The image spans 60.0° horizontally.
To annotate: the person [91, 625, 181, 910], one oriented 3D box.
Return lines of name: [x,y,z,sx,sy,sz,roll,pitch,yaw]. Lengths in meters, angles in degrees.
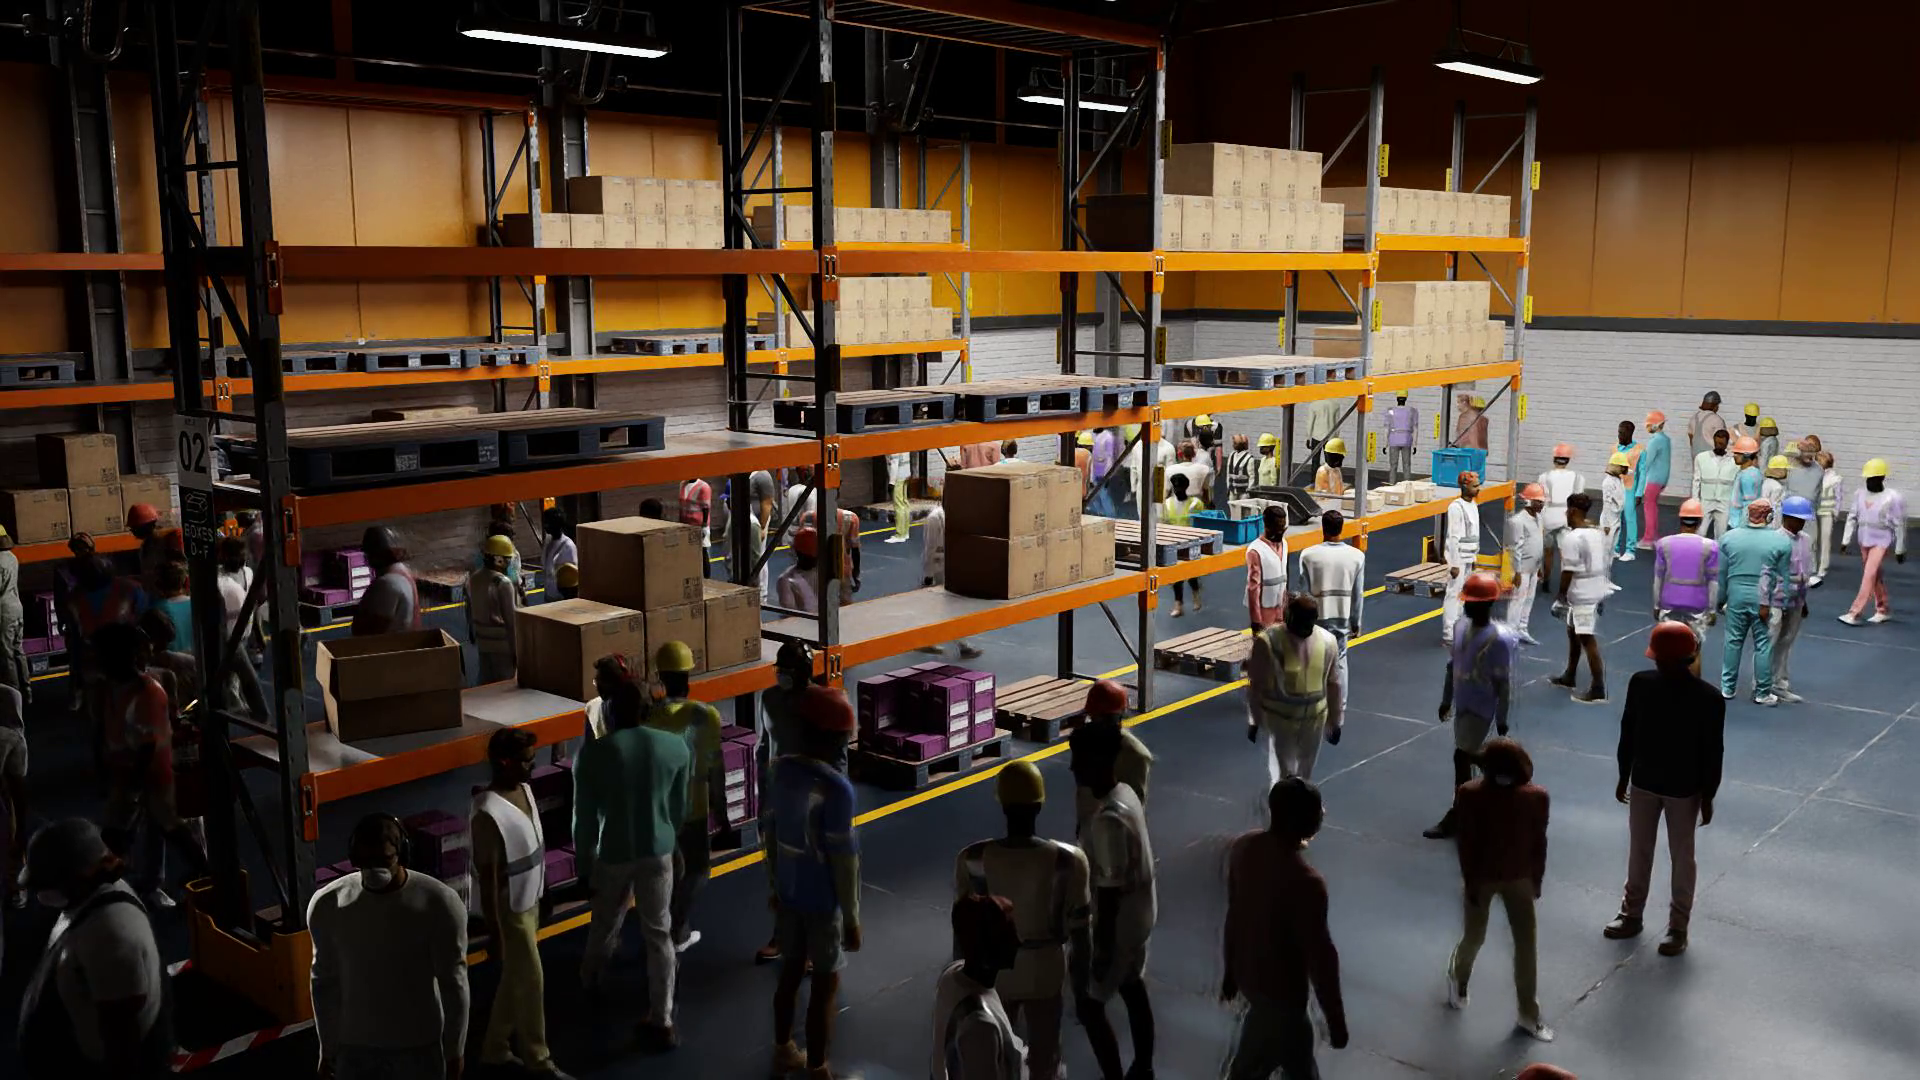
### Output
person: [-5.136,1.417,10.431,0.456,1.846,0.543,9,13,42]

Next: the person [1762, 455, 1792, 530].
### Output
person: [9.842,-0.159,20.123,0.295,1.744,0.484,2,10,9]

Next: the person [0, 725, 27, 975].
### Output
person: [-5.462,1.649,9.224,0.512,1.794,0.933,-5,11,-27]

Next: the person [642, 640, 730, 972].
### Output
person: [-1.656,1.532,9.545,0.591,1.906,0.671,4,10,21]

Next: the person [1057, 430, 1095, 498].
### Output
person: [1.658,-0.867,23.451,0.616,2.041,0.378,-6,11,-34]

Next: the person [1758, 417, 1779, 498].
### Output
person: [12.115,-0.977,25.024,0.321,1.738,0.484,9,13,41]

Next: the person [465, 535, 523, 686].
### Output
person: [-3.814,0.863,13.786,0.588,1.822,0.403,8,12,39]

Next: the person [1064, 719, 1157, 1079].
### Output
person: [0.711,1.799,7.865,0.469,1.944,0.625,2,10,10]

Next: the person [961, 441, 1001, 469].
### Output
person: [0.310,-0.788,23.143,0.610,1.989,0.391,5,11,27]

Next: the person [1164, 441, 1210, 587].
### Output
person: [2.829,-0.313,20.773,0.561,1.836,0.395,0,10,1]

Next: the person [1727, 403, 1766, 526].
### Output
person: [12.105,-1.158,25.575,0.593,1.918,0.399,1,10,7]

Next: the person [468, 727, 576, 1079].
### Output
person: [-2.154,1.801,8.151,0.516,1.832,0.594,0,10,2]

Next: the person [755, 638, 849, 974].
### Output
person: [-0.923,1.512,9.561,0.629,1.940,0.372,6,11,32]

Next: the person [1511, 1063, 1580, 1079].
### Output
person: [1.705,2.378,5.003,0.590,1.741,0.399,-6,11,-32]

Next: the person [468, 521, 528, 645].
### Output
person: [-3.977,0.739,14.582,0.799,1.802,0.509,4,10,22]

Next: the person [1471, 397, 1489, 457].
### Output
person: [8.804,-1.548,28.350,0.523,1.769,0.309,-5,11,-28]

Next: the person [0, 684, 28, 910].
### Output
person: [-6.129,1.473,10.386,0.556,1.743,0.344,-3,10,-17]

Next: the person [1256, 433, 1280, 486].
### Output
person: [4.152,-0.562,22.488,0.336,1.760,0.526,-2,10,-10]

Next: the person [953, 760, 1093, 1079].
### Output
person: [0.266,1.903,7.336,0.651,1.921,0.550,1,10,4]

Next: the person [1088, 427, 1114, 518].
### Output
person: [2.076,-0.993,24.569,0.491,1.913,0.642,-5,11,-26]

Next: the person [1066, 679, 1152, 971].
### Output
person: [0.819,1.636,9.387,0.372,1.744,0.589,-7,12,-37]

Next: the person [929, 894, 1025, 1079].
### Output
person: [0.064,2.157,5.879,0.361,1.883,0.574,-2,10,-9]

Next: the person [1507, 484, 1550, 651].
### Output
person: [5.975,0.286,17.520,0.350,1.734,0.658,8,13,41]

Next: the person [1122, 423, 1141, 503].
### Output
person: [2.948,-1.433,27.903,0.547,1.679,0.560,6,11,31]

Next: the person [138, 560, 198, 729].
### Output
person: [-5.833,1.068,12.487,0.373,1.843,0.571,8,12,39]

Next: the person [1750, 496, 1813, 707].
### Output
person: [7.563,0.555,15.255,0.615,1.943,0.409,-5,11,-25]

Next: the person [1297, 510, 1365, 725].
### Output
person: [3.243,0.688,14.593,0.596,1.908,0.403,-1,10,-9]

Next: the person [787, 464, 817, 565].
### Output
person: [-1.736,0.038,18.570,0.366,1.879,0.581,-5,11,-26]

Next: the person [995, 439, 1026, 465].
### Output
person: [0.638,-0.399,21.246,0.505,1.847,0.348,-4,10,-25]

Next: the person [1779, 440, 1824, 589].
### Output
person: [10.514,-0.335,20.858,0.663,1.845,1.032,0,10,1]

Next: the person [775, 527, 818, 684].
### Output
person: [-1.271,0.820,13.752,0.732,1.925,0.638,9,13,43]

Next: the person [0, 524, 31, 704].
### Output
person: [-8.711,0.686,15.120,0.324,1.728,0.490,-2,10,-10]

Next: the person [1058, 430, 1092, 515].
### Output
person: [1.498,-0.582,22.093,0.586,1.930,0.359,-9,13,-44]

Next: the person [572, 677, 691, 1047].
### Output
person: [-1.741,1.667,8.841,0.635,1.873,0.932,-4,10,-20]

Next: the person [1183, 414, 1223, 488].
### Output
person: [3.707,-1.177,25.361,0.609,2.032,0.410,4,10,24]

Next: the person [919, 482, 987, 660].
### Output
person: [-0.051,0.300,17.069,0.905,1.843,0.577,4,10,21]

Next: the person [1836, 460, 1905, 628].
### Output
person: [10.140,0.038,18.544,0.957,1.868,0.588,-3,10,-20]

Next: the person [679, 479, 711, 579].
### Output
person: [-3.267,-0.183,20.427,0.535,1.691,0.317,8,12,39]

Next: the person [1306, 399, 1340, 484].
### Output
person: [6.357,-1.798,29.191,0.615,1.985,0.397,-2,10,-10]

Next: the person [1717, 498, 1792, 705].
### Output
person: [7.330,0.558,15.358,0.651,1.906,0.403,8,12,38]

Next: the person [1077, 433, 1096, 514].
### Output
person: [1.663,-0.576,22.579,0.346,1.762,0.525,0,10,-1]

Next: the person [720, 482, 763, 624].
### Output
person: [-2.147,0.364,16.386,0.402,1.949,0.605,-5,11,-29]
